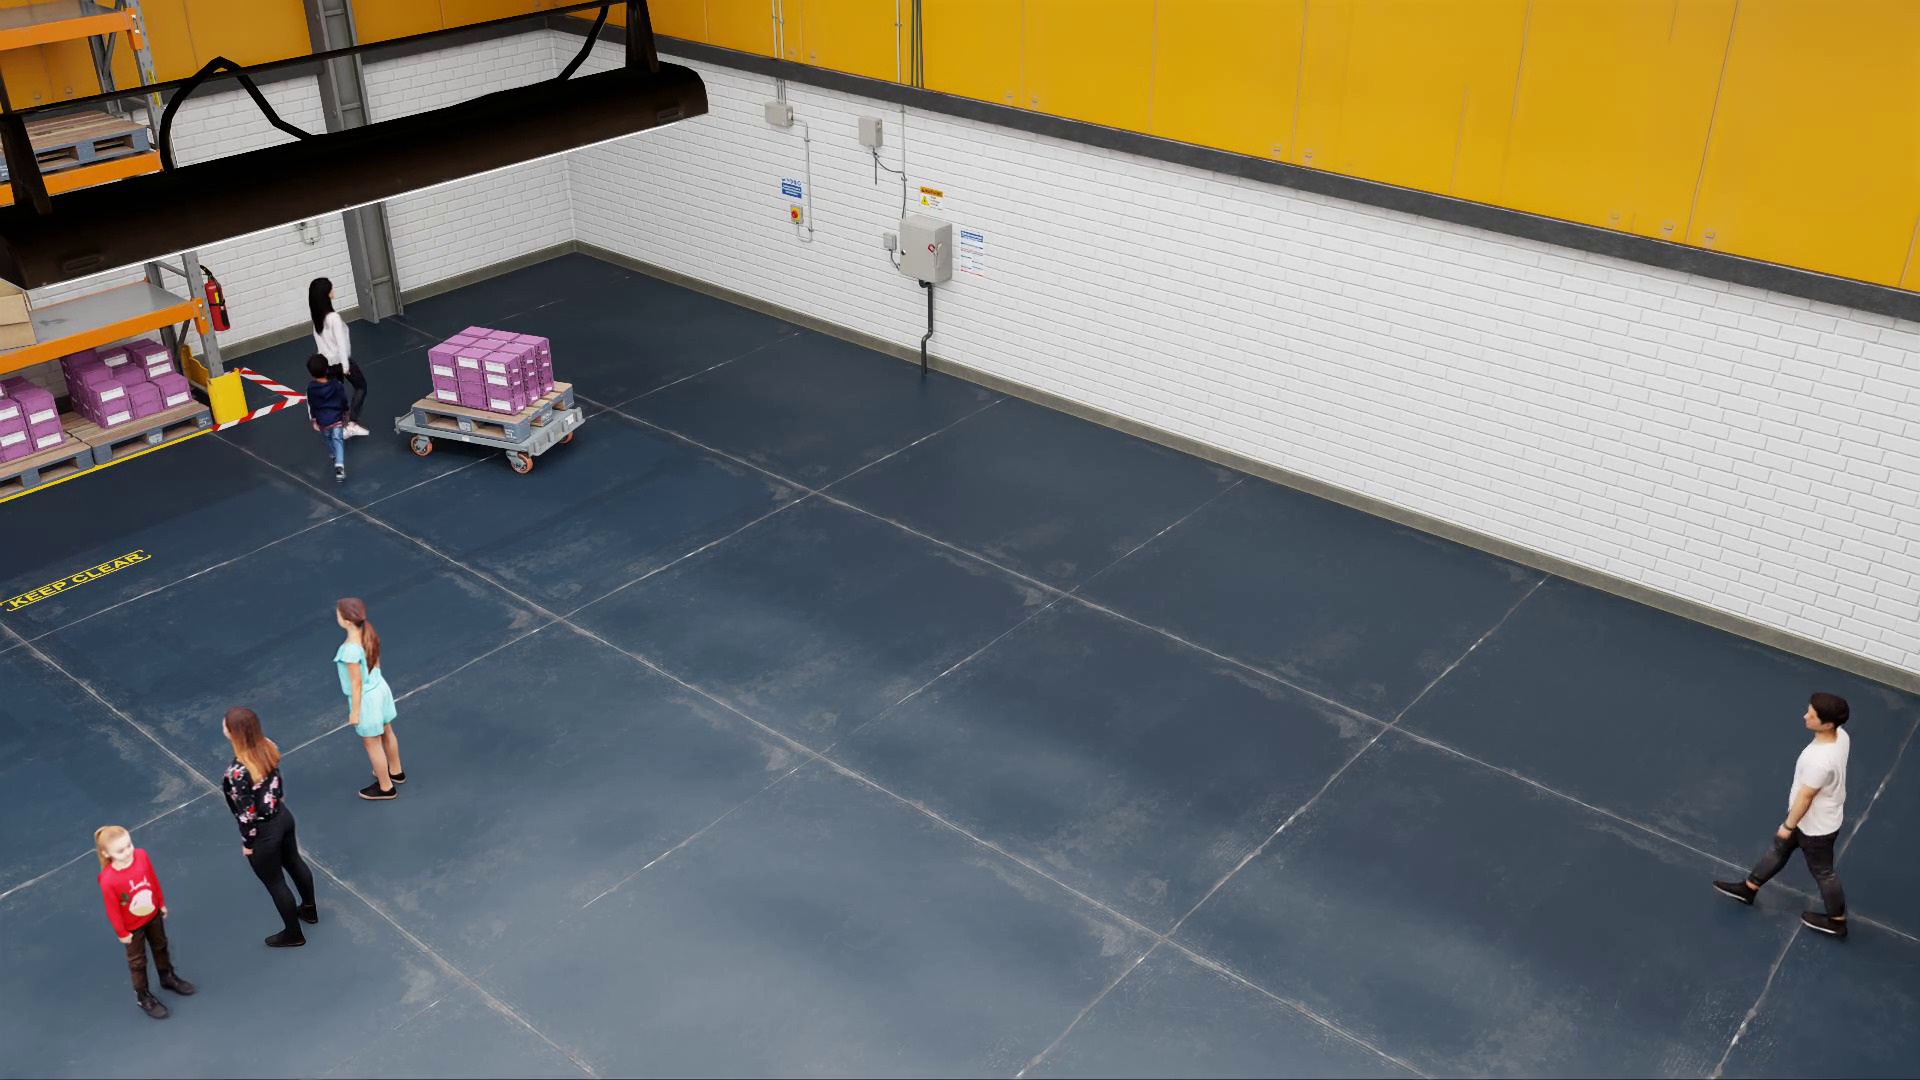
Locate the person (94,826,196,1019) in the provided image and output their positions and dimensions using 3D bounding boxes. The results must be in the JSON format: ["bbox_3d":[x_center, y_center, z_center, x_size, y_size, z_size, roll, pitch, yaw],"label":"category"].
[{"bbox_3d":[-4.737,2.162,9.576,0.603,1.283,0.497,11,30,19],"label":"person"}]

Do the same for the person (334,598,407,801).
[{"bbox_3d":[-4.024,1.062,11.306,0.704,1.558,0.622,4,29,7],"label":"person"}]

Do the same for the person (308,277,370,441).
[{"bbox_3d":[-6.186,-1.740,16.302,0.643,1.692,0.609,17,33,29],"label":"person"}]

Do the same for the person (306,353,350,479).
[{"bbox_3d":[-5.963,-1.149,15.728,0.850,1.203,0.860,-7,29,-13],"label":"person"}]

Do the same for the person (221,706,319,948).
[{"bbox_3d":[-4.157,1.711,9.985,0.715,1.682,0.610,4,29,7],"label":"person"}]

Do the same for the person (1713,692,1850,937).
[{"bbox_3d":[5.254,1.679,10.055,0.823,1.672,1.014,20,34,32],"label":"person"}]
